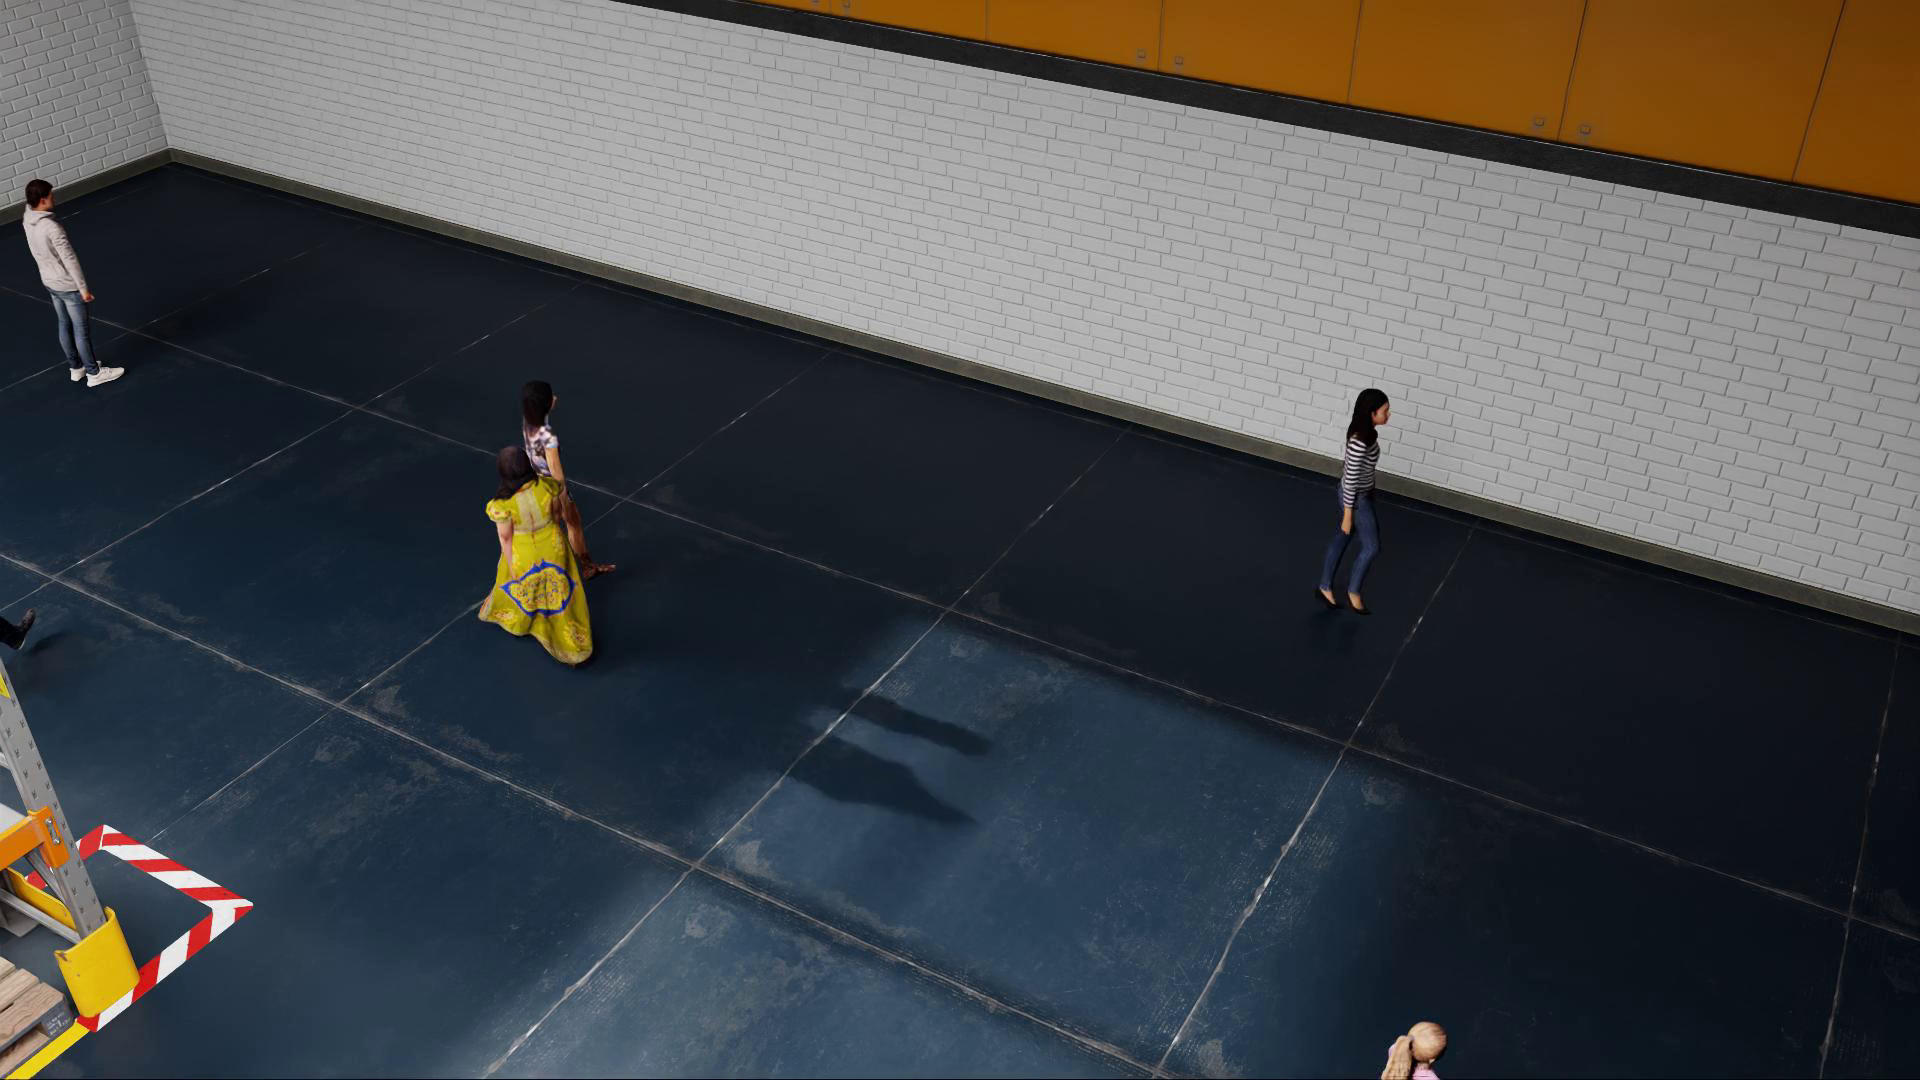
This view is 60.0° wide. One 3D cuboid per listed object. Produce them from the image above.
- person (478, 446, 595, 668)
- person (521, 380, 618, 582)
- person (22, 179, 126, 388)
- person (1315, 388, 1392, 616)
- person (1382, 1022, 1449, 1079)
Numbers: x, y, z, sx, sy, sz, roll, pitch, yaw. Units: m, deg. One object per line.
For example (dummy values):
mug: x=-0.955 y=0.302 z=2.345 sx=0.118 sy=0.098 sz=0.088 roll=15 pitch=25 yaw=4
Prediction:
person: x=-2.797 y=0.152 z=11.119 sx=1.245 sy=1.621 sz=1.176 roll=-19 pitch=38 yaw=-26
person: x=-2.993 y=-0.305 z=11.744 sx=1.183 sy=1.691 sz=0.995 roll=-18 pitch=37 yaw=-24
person: x=-7.845 y=-2.241 z=14.517 sx=0.668 sy=1.845 sz=0.567 roll=20 pitch=38 yaw=27
person: x=2.658 y=-0.260 z=11.593 sx=0.743 sy=1.783 sz=0.650 roll=9 pitch=35 yaw=14
person: x=1.995 y=2.679 z=7.639 sx=0.685 sy=1.265 sz=0.618 roll=-20 pitch=38 yaw=-27
